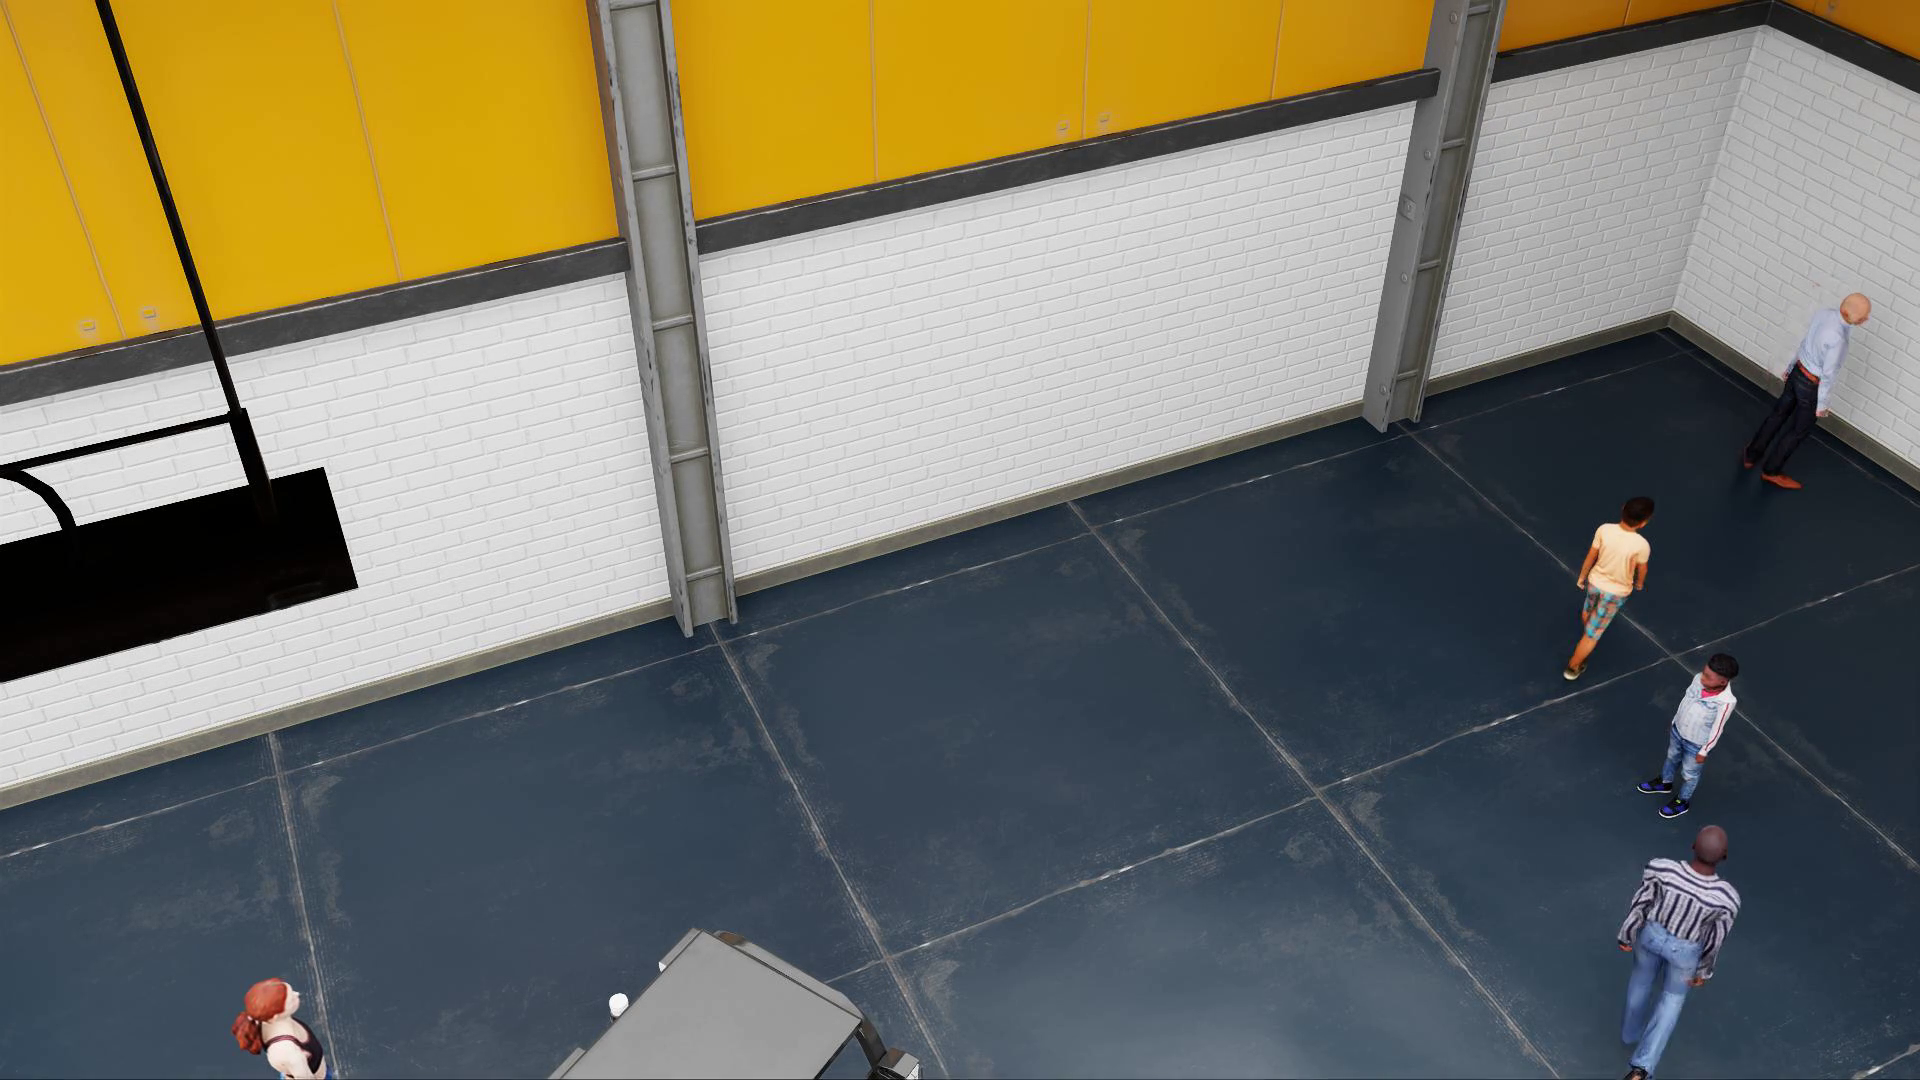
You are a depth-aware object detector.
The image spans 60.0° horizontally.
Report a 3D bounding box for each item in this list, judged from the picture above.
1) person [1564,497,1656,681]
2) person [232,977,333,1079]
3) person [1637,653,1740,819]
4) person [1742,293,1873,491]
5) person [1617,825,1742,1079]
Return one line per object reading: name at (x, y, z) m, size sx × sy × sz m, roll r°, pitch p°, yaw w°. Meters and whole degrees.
person at (4.281, 0.350, 11.071) m, size 0.712 × 1.438 × 0.950 m, roll 31°, pitch 48°, yaw 33°
person at (-3.072, 2.670, 7.889) m, size 0.655 × 1.784 × 0.631 m, roll -29°, pitch 47°, yaw -31°
person at (4.517, 1.167, 10.191) m, size 0.525 × 1.260 × 0.508 m, roll -10°, pitch 40°, yaw -12°
person at (6.444, -1.190, 12.741) m, size 0.821 × 1.761 × 0.915 m, roll -6°, pitch 39°, yaw -8°
person at (3.619, 2.158, 8.536) m, size 0.923 × 1.778 × 1.037 m, roll 20°, pitch 43°, yaw 23°
